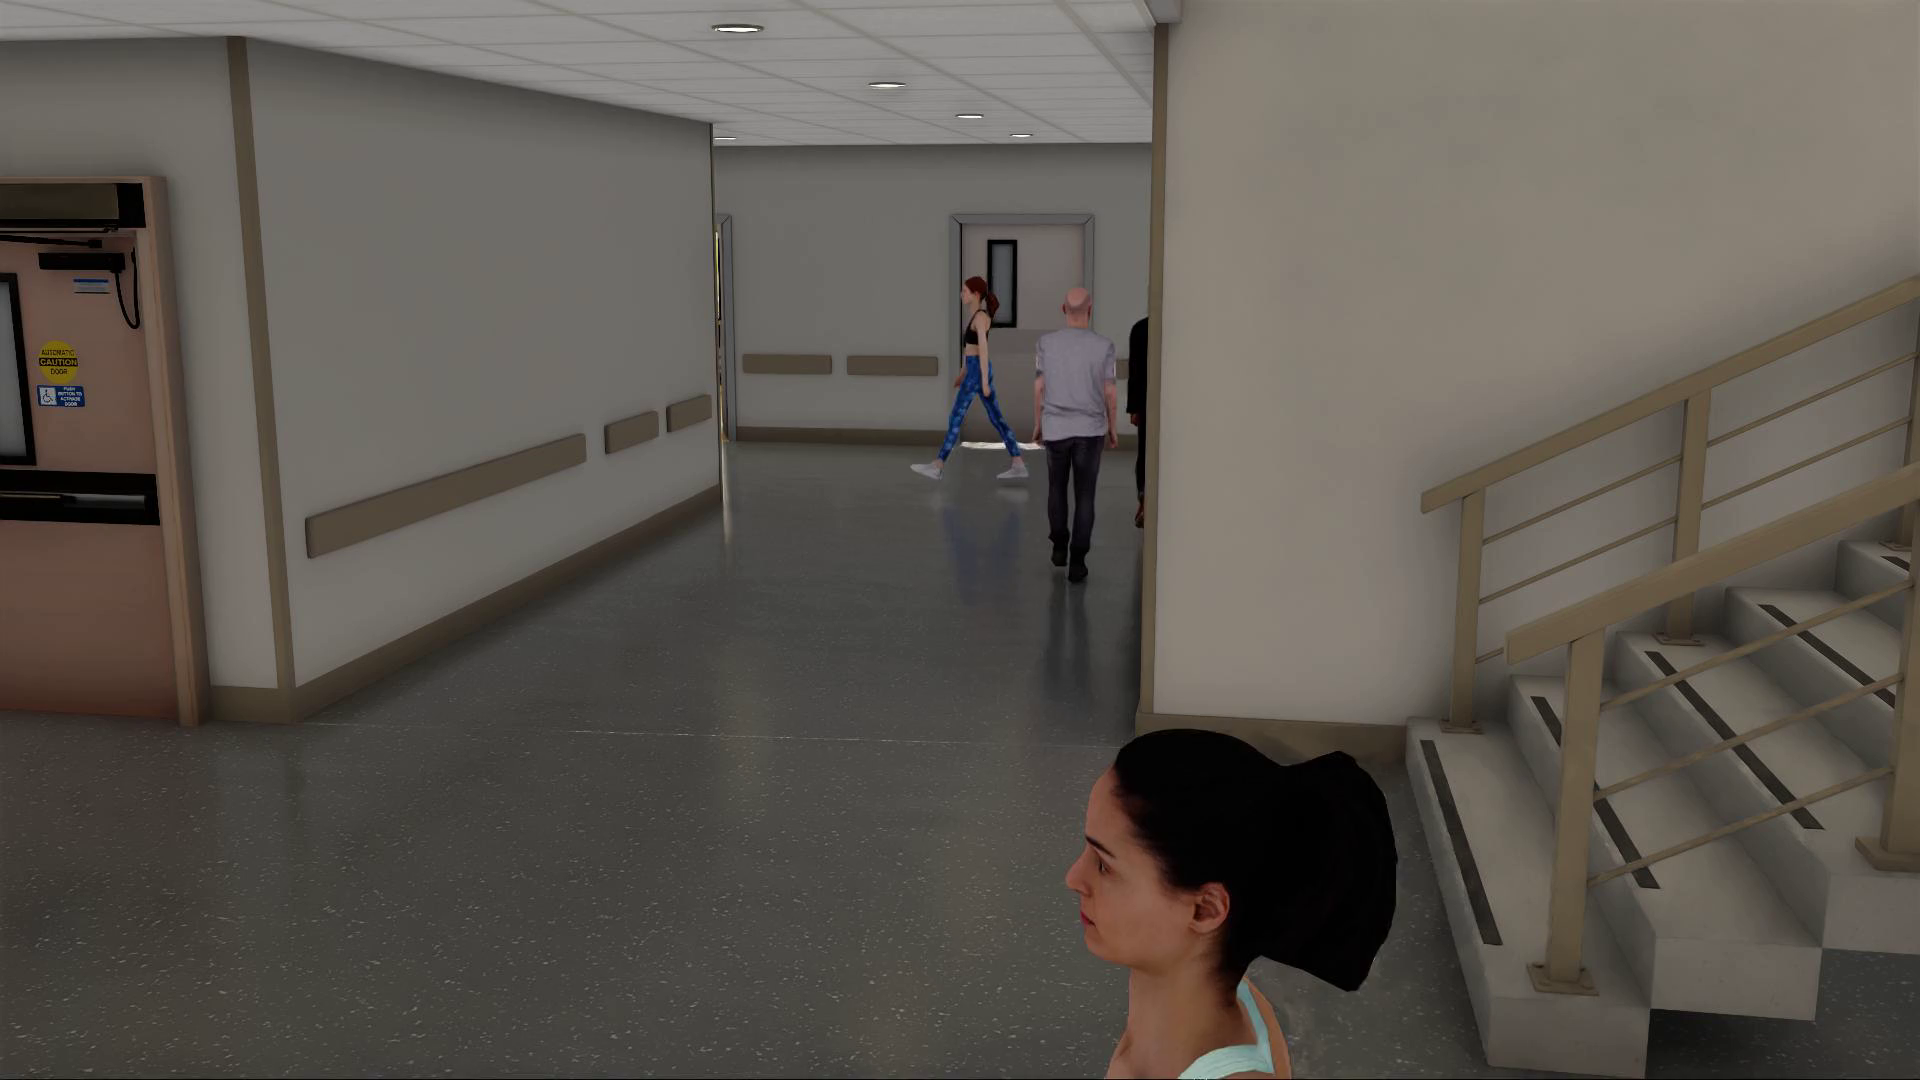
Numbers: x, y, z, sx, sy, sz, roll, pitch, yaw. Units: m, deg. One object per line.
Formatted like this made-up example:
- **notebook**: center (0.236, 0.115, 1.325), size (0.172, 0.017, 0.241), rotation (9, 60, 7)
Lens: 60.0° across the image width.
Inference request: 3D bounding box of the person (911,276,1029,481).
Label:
- **person**: center (0.250, -1.315, 14.148), size (1.242, 1.727, 0.665), rotation (1, 11, 5)

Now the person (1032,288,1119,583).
- **person**: center (0.690, -0.642, 10.370), size (0.751, 1.812, 0.758), rotation (3, 11, 13)

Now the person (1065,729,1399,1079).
- **person**: center (0.291, 1.035, 1.678), size (0.720, 1.760, 0.639), rotation (1, 11, 4)
